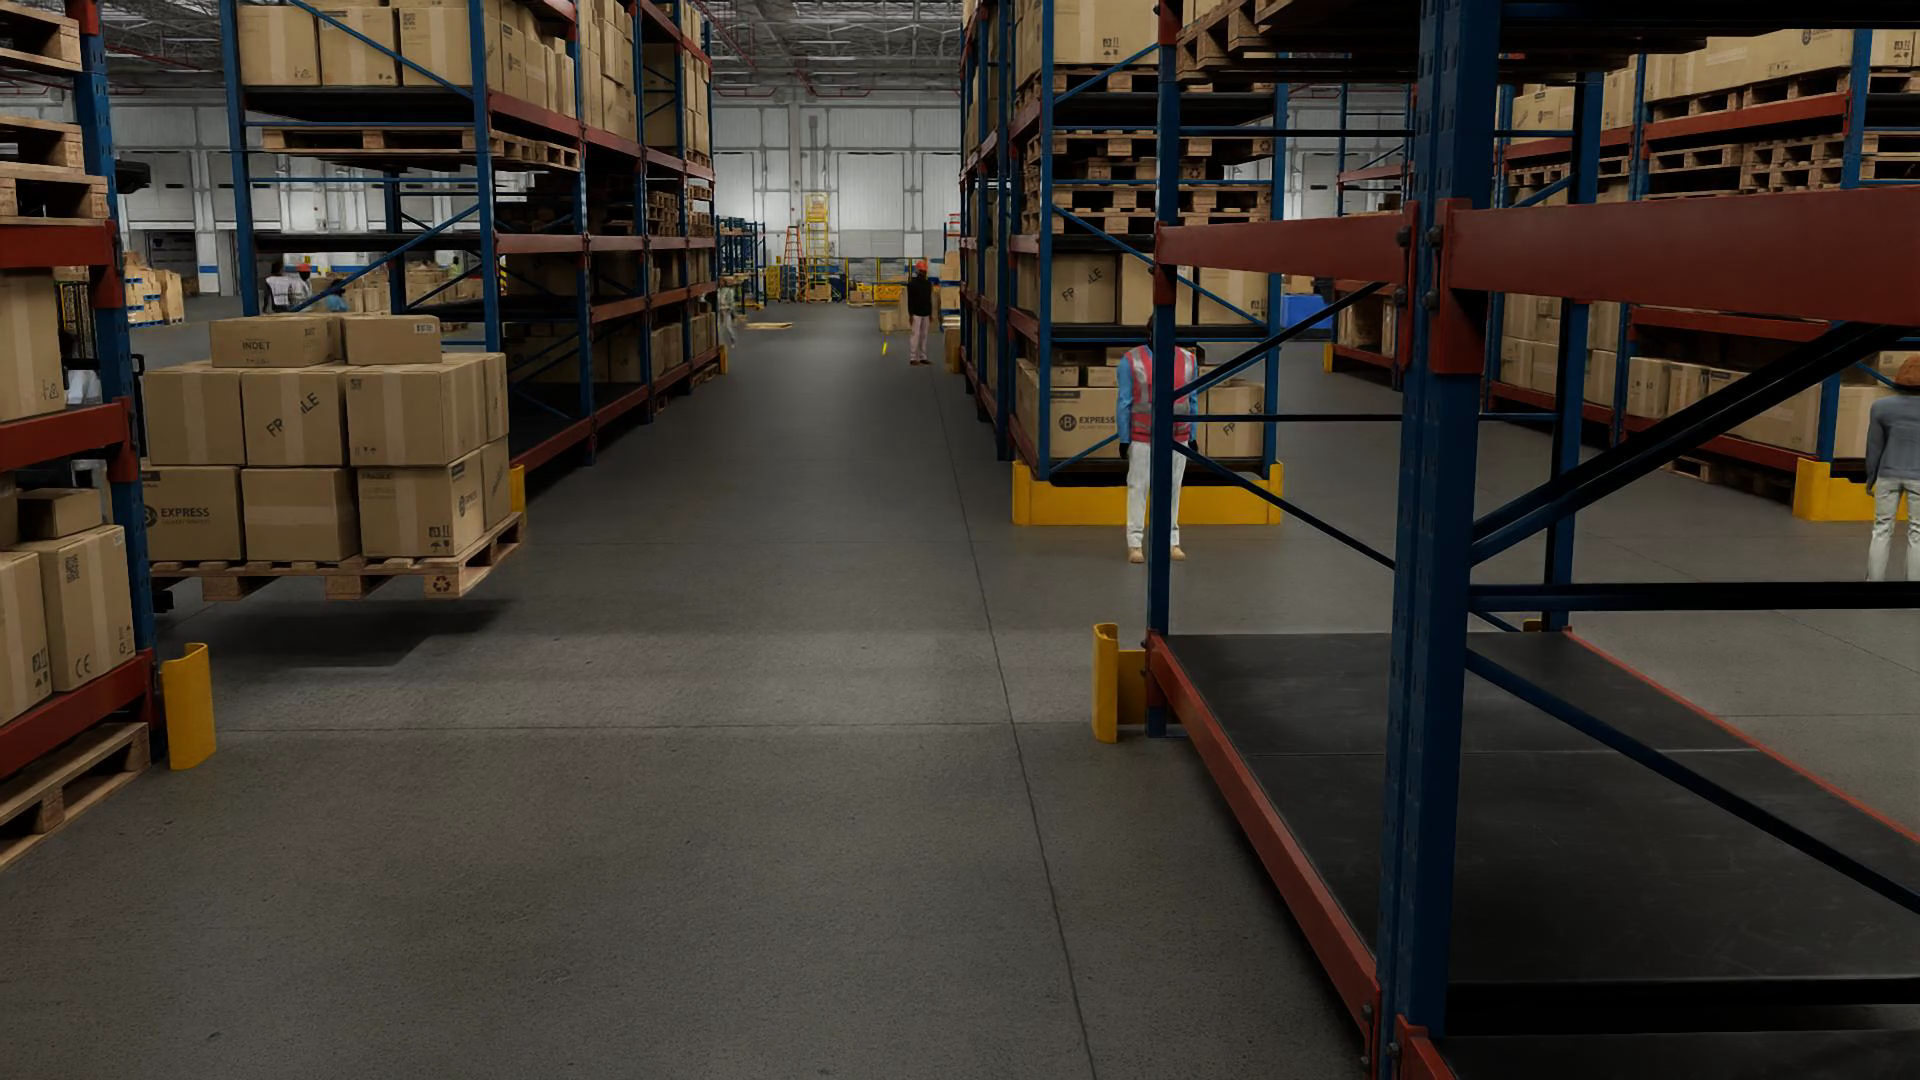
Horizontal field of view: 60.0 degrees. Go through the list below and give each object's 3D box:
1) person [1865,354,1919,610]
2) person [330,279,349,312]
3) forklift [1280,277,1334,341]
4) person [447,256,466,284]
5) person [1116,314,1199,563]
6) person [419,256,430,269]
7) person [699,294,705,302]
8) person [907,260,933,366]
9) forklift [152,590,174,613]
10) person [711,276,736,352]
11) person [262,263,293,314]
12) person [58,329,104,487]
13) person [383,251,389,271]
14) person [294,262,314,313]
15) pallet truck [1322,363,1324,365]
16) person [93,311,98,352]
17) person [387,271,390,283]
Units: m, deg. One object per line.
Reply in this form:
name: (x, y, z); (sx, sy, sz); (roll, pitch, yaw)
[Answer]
person: (6.071, -0.371, 10.662); (0.507, 1.633, 0.278); (10, 14, 44)
person: (-11.398, -3.940, 30.402); (0.599, 1.679, 0.538); (1, 10, 6)
forklift: (8.581, -6.133, 39.288); (1.873, 2.768, 1.129); (0, 10, -2)
person: (-18.319, -9.451, 60.746); (0.892, 1.801, 0.648); (7, 13, 36)
person: (1.458, -0.749, 12.188); (0.636, 1.842, 0.429); (-2, 10, -13)
person: (-16.933, -8.022, 52.584); (1.025, 1.893, 0.649); (0, 10, 0)
person: (-5.773, -4.970, 35.634); (0.610, 1.866, 0.546); (-1, 10, -4)
person: (-0.737, -4.291, 31.489); (0.396, 1.992, 0.623); (9, 13, 41)
forklift: (-5.858, -0.811, 9.639); (1.873, 2.768, 1.129); (-1, 10, -3)
person: (-5.045, -4.824, 35.487); (0.523, 1.627, 0.395); (3, 11, 16)
person: (-15.089, -5.164, 36.700); (0.939, 1.876, 0.600); (7, 12, 35)
person: (-6.879, -0.784, 12.822); (0.549, 1.678, 0.371); (-9, 14, -42)
person: (-23.900, -11.166, 69.972); (0.701, 1.928, 0.432); (-1, 10, -6)
person: (-13.507, -4.741, 34.205); (0.570, 1.922, 0.546); (0, 10, 2)
pallet truck: (7.712, -4.157, 30.737); (1.885, 1.965, 0.823); (3, 11, 16)
person: (-18.248, -4.897, 35.237); (0.319, 1.863, 0.521); (-4, 11, -19)
person: (-18.759, -8.395, 55.213); (0.321, 1.691, 0.534); (8, 13, 39)
